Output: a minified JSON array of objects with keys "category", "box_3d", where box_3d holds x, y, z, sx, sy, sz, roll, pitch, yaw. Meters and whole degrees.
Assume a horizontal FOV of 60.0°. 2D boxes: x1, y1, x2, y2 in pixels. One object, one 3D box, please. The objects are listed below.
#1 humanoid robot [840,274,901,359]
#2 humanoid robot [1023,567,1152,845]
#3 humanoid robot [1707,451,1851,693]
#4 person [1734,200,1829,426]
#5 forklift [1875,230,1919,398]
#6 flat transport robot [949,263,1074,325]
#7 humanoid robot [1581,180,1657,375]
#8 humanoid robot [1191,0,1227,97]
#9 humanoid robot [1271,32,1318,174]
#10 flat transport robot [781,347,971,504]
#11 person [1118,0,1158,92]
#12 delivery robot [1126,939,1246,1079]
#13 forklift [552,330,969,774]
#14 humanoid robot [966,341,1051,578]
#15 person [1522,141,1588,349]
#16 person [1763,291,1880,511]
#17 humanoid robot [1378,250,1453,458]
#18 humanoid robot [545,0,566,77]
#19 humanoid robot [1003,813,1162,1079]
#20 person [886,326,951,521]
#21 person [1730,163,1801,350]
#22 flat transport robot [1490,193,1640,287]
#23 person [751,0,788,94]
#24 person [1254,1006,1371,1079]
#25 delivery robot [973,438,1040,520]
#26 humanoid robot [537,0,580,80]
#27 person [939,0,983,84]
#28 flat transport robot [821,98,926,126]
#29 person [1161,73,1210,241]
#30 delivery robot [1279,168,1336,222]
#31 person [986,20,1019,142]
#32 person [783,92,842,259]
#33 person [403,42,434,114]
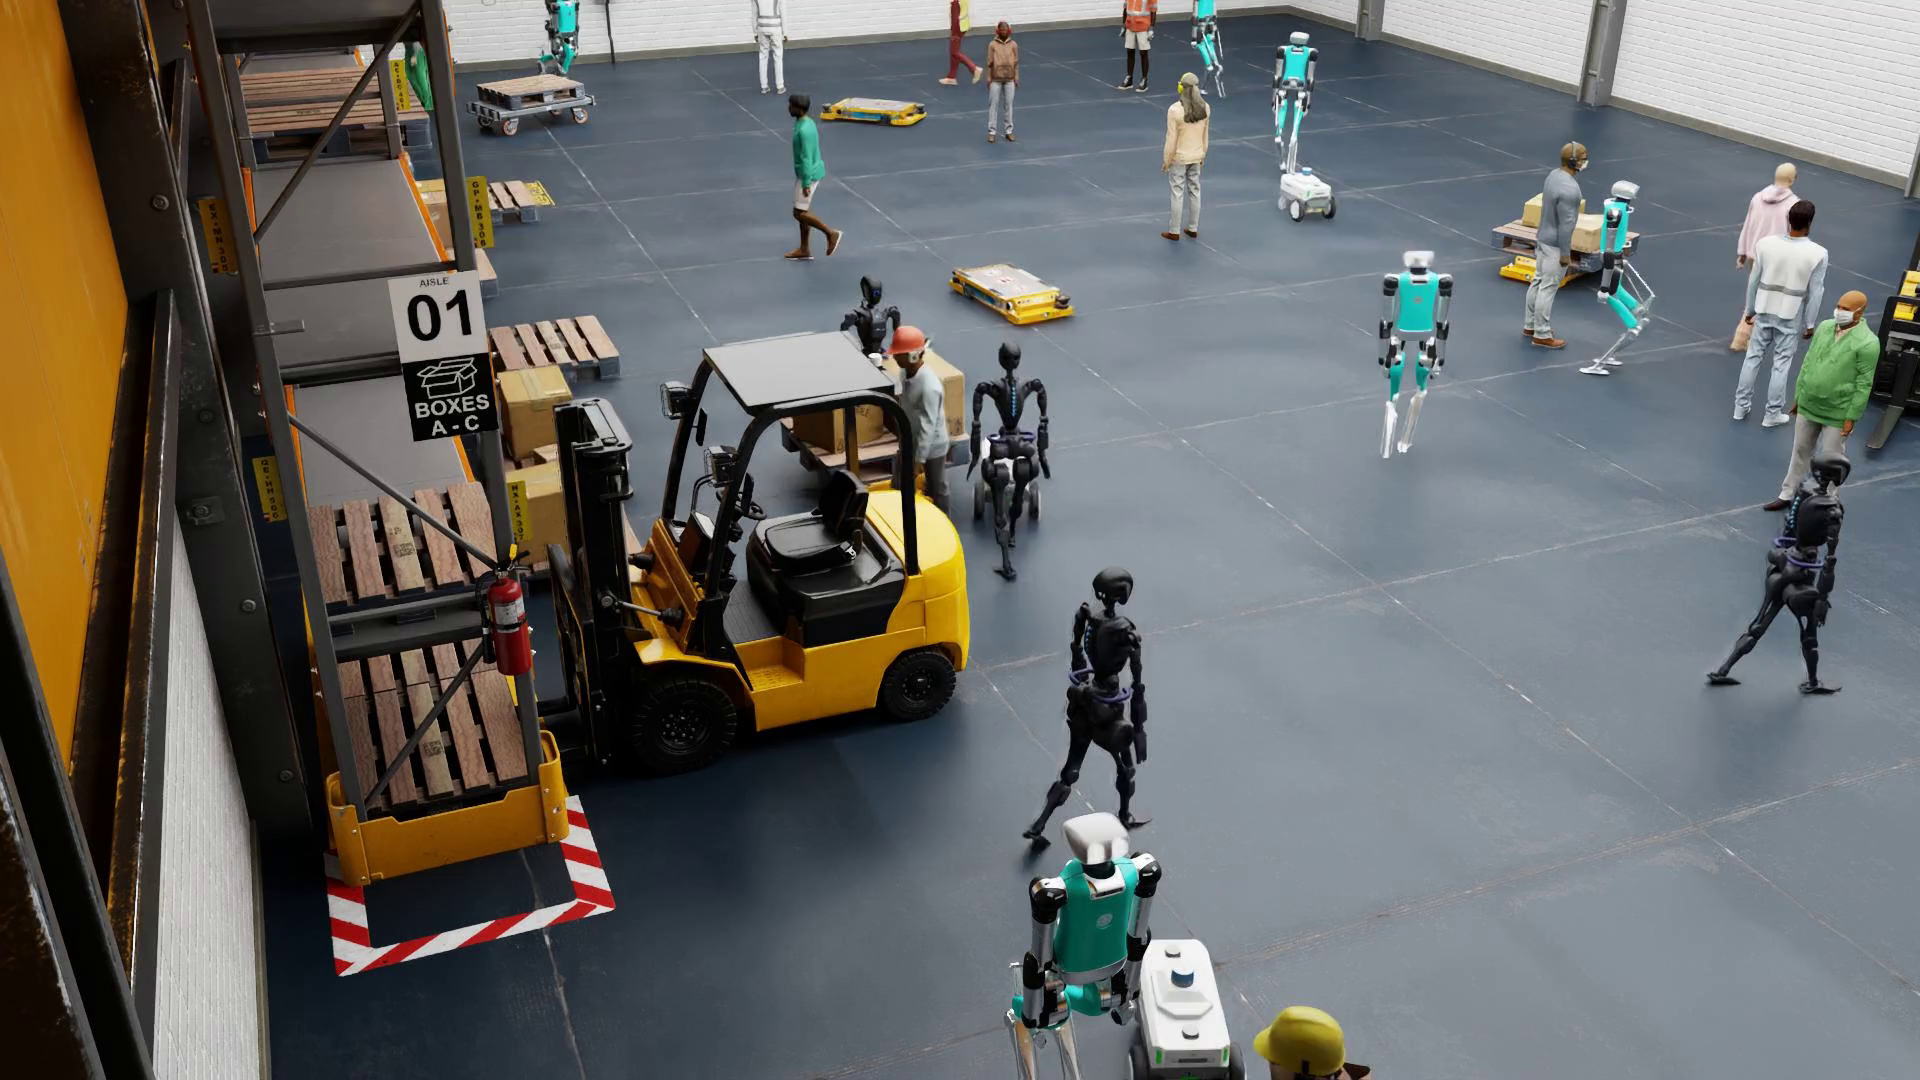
[{"category":"humanoid robot","box_3d":[-0.717,-1.312,13.043,0.589,1.640,0.402,-17,31,-30]},{"category":"humanoid robot","box_3d":[0.688,0.898,8.692,0.757,1.648,0.600,-17,31,-30]},{"category":"humanoid robot","box_3d":[5.080,0.198,10.092,0.790,1.637,0.598,0,27,-1]},{"category":"person","box_3d":[6.851,-1.887,13.904,0.591,1.922,0.392,24,35,39]},{"category":"forklift","box_3d":[9.029,-2.397,14.618,1.214,2.155,2.313,18,32,32]},{"category":"flat transport robot","box_3d":[0.511,-2.535,17.030,0.659,0.231,1.431,-14,30,-25]},{"category":"humanoid robot","box_3d":[6.018,-2.324,14.912,0.680,1.750,0.546,12,29,22]},{"category":"humanoid robot","box_3d":[3.958,-7.728,25.839,0.559,1.891,0.770,-21,33,-35]},{"category":"humanoid robot","box_3d":[4.272,-5.549,21.486,0.549,1.859,0.834,6,27,11]},{"category":"flat transport robot","box_3d":[-0.681,-0.590,13.160,0.659,0.231,1.431,-13,29,-23]},{"category":"person","box_3d":[2.794,-8.065,26.142,0.612,1.963,0.361,19,32,33]},{"category":"delivery robot","box_3d":[0.990,2.139,7.402,0.522,0.584,0.751,-1,27,-2]},{"category":"forklift","box_3d":[-1.094,0.010,9.831,2.313,2.155,1.214,-10,28,-20]},{"category":"humanoid robot","box_3d":[0.336,-0.597,11.656,0.608,1.629,0.732,-6,27,-11]},{"category":"person","box_3d":[5.613,-2.784,15.668,0.375,1.940,0.627,1,27,2]},{"category":"person","box_3d":[6.386,-0.977,12.248,0.383,1.784,0.538,-14,30,-26]},{"category":"humanoid robot","box_3d":[3.594,-1.497,13.357,0.561,1.810,0.743,4,27,8]},{"category":"humanoid robot","box_3d":[-6.467,-8.109,26.548,0.365,1.641,0.608,-11,29,-21]},{"category":"humanoid robot","box_3d":[0.419,1.725,6.778,0.533,1.673,0.735,-10,28,-20]},{"category":"person","box_3d":[-0.343,-0.671,11.699,0.699,1.720,0.561,-18,32,-32]},{"category":"person","box_3d":[7.627,-2.678,15.665,0.802,1.752,0.542,-16,31,-29]},{"category":"flat transport robot","box_3d":[6.511,-3.027,18.009,1.431,0.231,0.659,-23,35,-38]},{"category":"person","box_3d":[-2.971,-7.943,26.005,0.566,1.878,0.354,6,27,12]},{"category":"person","box_3d":[1.138,2.308,5.618,0.410,1.867,0.793,5,27,11]},{"category":"delivery robot","box_3d":[0.344,-0.512,12.666,0.499,0.576,0.751,0,27,-1]},{"category":"humanoid robot","box_3d":[-6.192,-7.526,25.393,1.030,1.777,0.531,18,32,31]},{"category":"person","box_3d":[0.020,-8.126,26.506,0.695,1.749,0.474,8,28,16]},{"category":"flat transport robot","box_3d":[-1.277,-6.328,24.574,1.431,0.231,0.659,9,28,18]},{"category":"person","box_3d":[2.557,-4.320,18.794,0.549,1.877,0.413,-12,29,-23]},{"category":"delivery robot","box_3d":[4.142,-4.130,19.900,0.499,0.610,0.788,-8,28,-16]},{"category":"person","box_3d":[0.587,-6.387,23.149,0.458,1.651,0.335,-5,27,-9]},{"category":"person","box_3d":[-1.650,-3.941,18.080,0.561,1.835,0.517,-3,27,-6]},{"category":"person","box_3d":[-8.083,-7.203,24.579,0.437,1.829,0.511,-18,32,-31]}]
